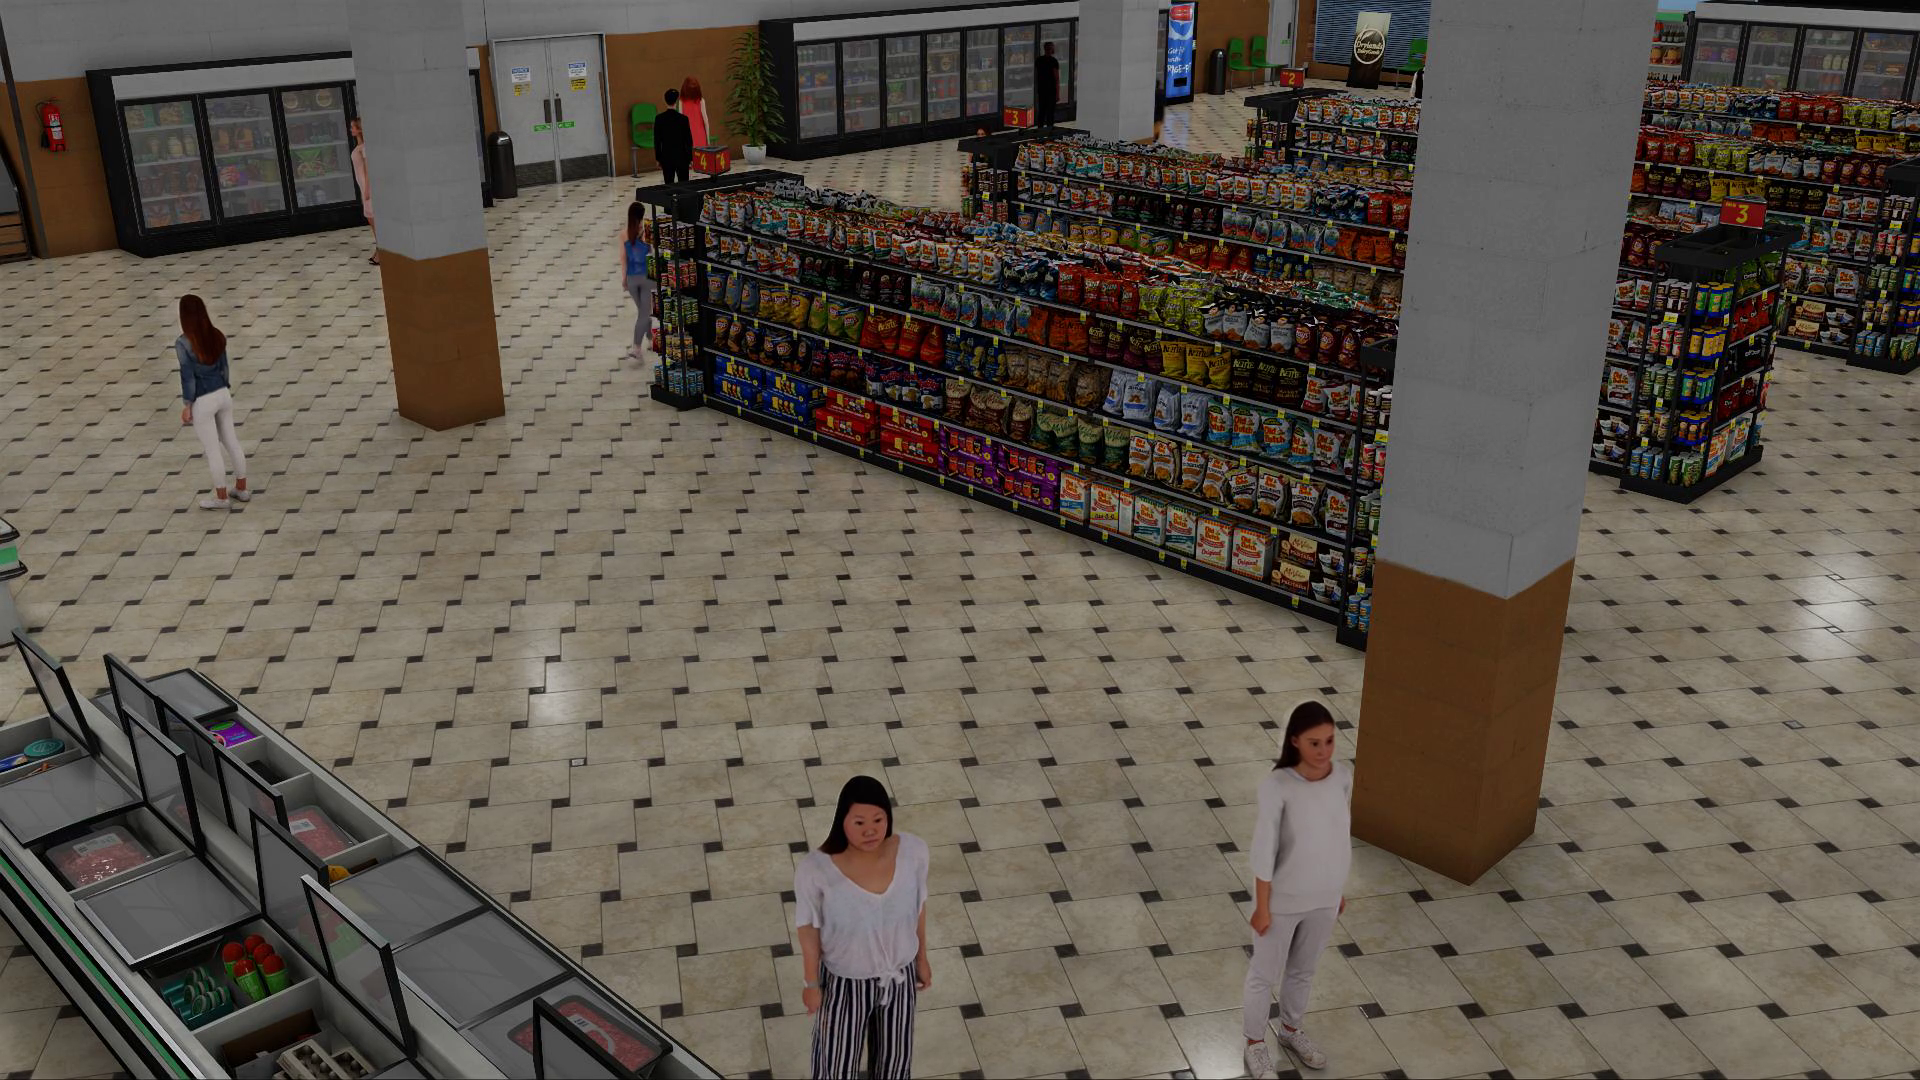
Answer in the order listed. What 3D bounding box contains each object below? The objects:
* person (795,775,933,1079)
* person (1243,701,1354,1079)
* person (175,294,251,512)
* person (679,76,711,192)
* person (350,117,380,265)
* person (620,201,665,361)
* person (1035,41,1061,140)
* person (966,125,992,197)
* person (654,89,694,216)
[{"bbox_3d":[-0.350,1.613,6.252,0.779,1.679,0.772,-9,23,-20],"label":"person"},{"bbox_3d":[1.363,1.414,6.736,0.667,1.688,0.635,-10,24,-24],"label":"person"},{"bbox_3d":[-5.801,-1.067,12.891,0.647,1.703,0.681,9,24,21],"label":"person"},{"bbox_3d":[-4.042,-6.111,25.278,0.652,1.827,0.735,2,22,5],"label":"person"},{"bbox_3d":[-7.493,-4.427,21.081,0.699,1.830,0.558,-9,24,-21],"label":"person"},{"bbox_3d":[-3.242,-2.589,16.849,1.077,1.575,0.996,5,22,11],"label":"person"},{"bbox_3d":[1.598,-8.191,30.465,0.483,1.818,0.731,19,28,38],"label":"person"},{"bbox_3d":[0.307,-4.415,21.190,0.584,1.726,0.708,8,23,18],"label":"person"},{"bbox_3d":[-3.993,-5.338,23.270,0.772,1.889,0.845,1,22,3],"label":"person"}]
